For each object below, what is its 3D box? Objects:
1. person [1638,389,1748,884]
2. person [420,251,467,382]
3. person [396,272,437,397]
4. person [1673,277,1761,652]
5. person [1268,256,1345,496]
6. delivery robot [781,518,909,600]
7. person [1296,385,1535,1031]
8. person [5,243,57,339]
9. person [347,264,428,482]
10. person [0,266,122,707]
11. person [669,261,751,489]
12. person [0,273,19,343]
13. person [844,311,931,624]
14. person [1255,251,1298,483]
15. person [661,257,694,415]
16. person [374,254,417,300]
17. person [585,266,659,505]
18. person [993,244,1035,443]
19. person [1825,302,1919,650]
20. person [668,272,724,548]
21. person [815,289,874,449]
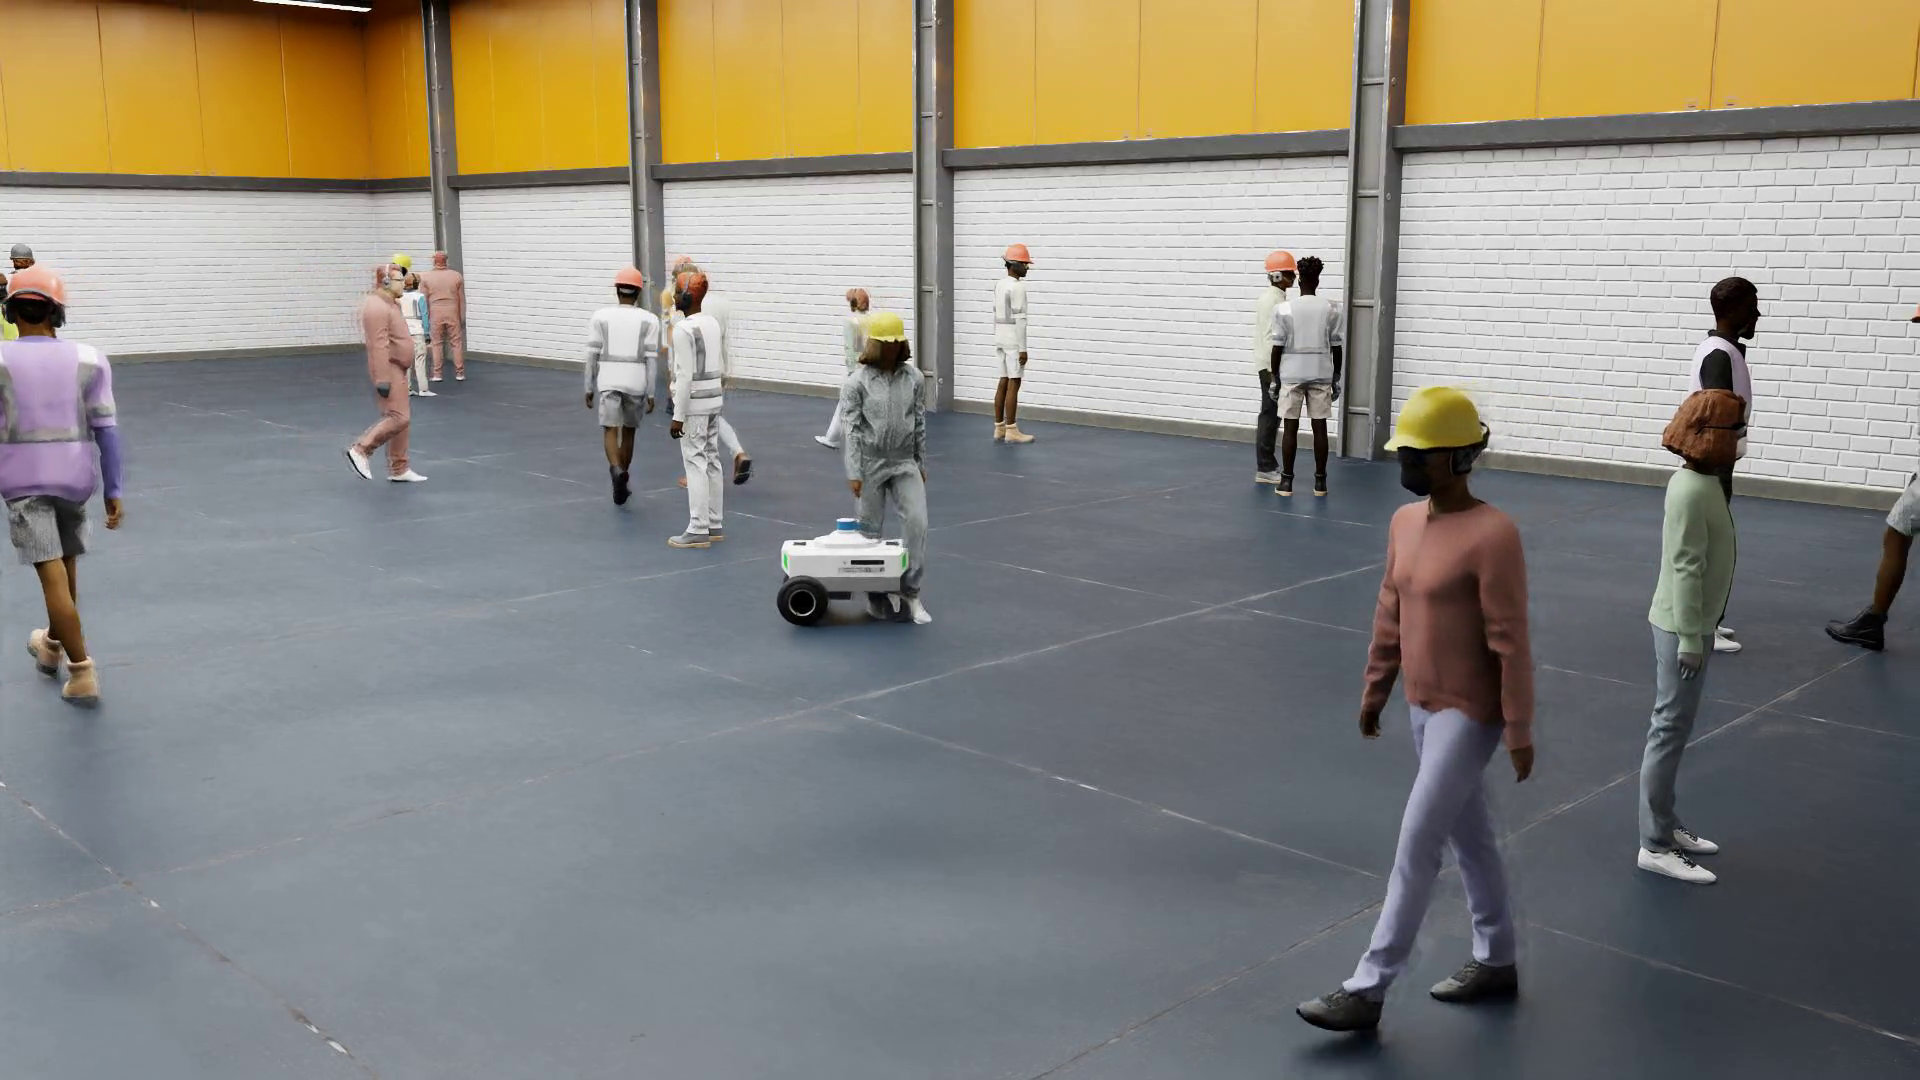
[{"bbox_3d":[2.456,0.309,5.573,0.285,1.633,0.497,5,12,26],"label":"person"},{"bbox_3d":[-7.540,-3.266,24.320,0.650,1.906,0.403,-4,11,-22],"label":"person"},{"bbox_3d":[-7.219,-2.709,22.005,0.514,1.642,0.311,5,12,26],"label":"person"},{"bbox_3d":[3.918,-0.399,8.655,0.392,1.918,0.587,4,11,21],"label":"person"},{"bbox_3d":[2.827,-1.332,13.611,0.607,1.966,0.367,0,10,3],"label":"person"},{"bbox_3d":[-0.632,0.122,9.276,0.707,0.478,0.477,0,10,-1],"label":"delivery robot"},{"bbox_3d":[1.214,0.456,4.466,0.838,1.727,0.551,-3,11,-15],"label":"person"},{"bbox_3d":[-11.278,-2.559,20.099,0.537,2.000,0.683,6,12,29],"label":"person"},{"bbox_3d":[-4.938,-1.414,14.272,0.531,1.890,0.662,-1,10,-8],"label":"person"},{"bbox_3d":[-4.268,-0.266,7.736,0.601,1.977,1.038,-10,14,-43],"label":"person"},{"bbox_3d":[-2.080,-1.339,13.770,0.631,1.919,0.668,7,12,32],"label":"person"},{"bbox_3d":[-9.212,-1.645,15.789,0.814,1.807,0.632,0,10,-2],"label":"person"},{"bbox_3d":[-0.377,-0.387,9.112,0.500,1.715,0.657,-5,11,-25],"label":"person"},{"bbox_3d":[2.747,-1.492,14.411,0.395,1.992,0.629,4,11,19],"label":"person"},{"bbox_3d":[-3.208,-2.361,19.454,0.986,1.889,0.561,10,14,43],"label":"person"},{"bbox_3d":[-7.589,-2.915,22.486,0.626,1.877,0.617,1,10,6],"label":"person"},{"bbox_3d":[-2.681,-1.220,13.215,0.586,1.895,0.837,-1,10,-8],"label":"person"},{"bbox_3d":[0.561,-2.019,17.153,0.393,2.040,0.611,-4,11,-21],"label":"person"},{"bbox_3d":[4.902,-0.345,8.419,0.560,1.890,0.891,-6,12,-30],"label":"person"},{"bbox_3d":[-1.817,-0.889,11.419,0.355,1.884,0.575,3,11,16],"label":"person"},{"bbox_3d":[-1.051,-1.665,16.397,0.814,1.597,0.549,7,13,35],"label":"person"}]
